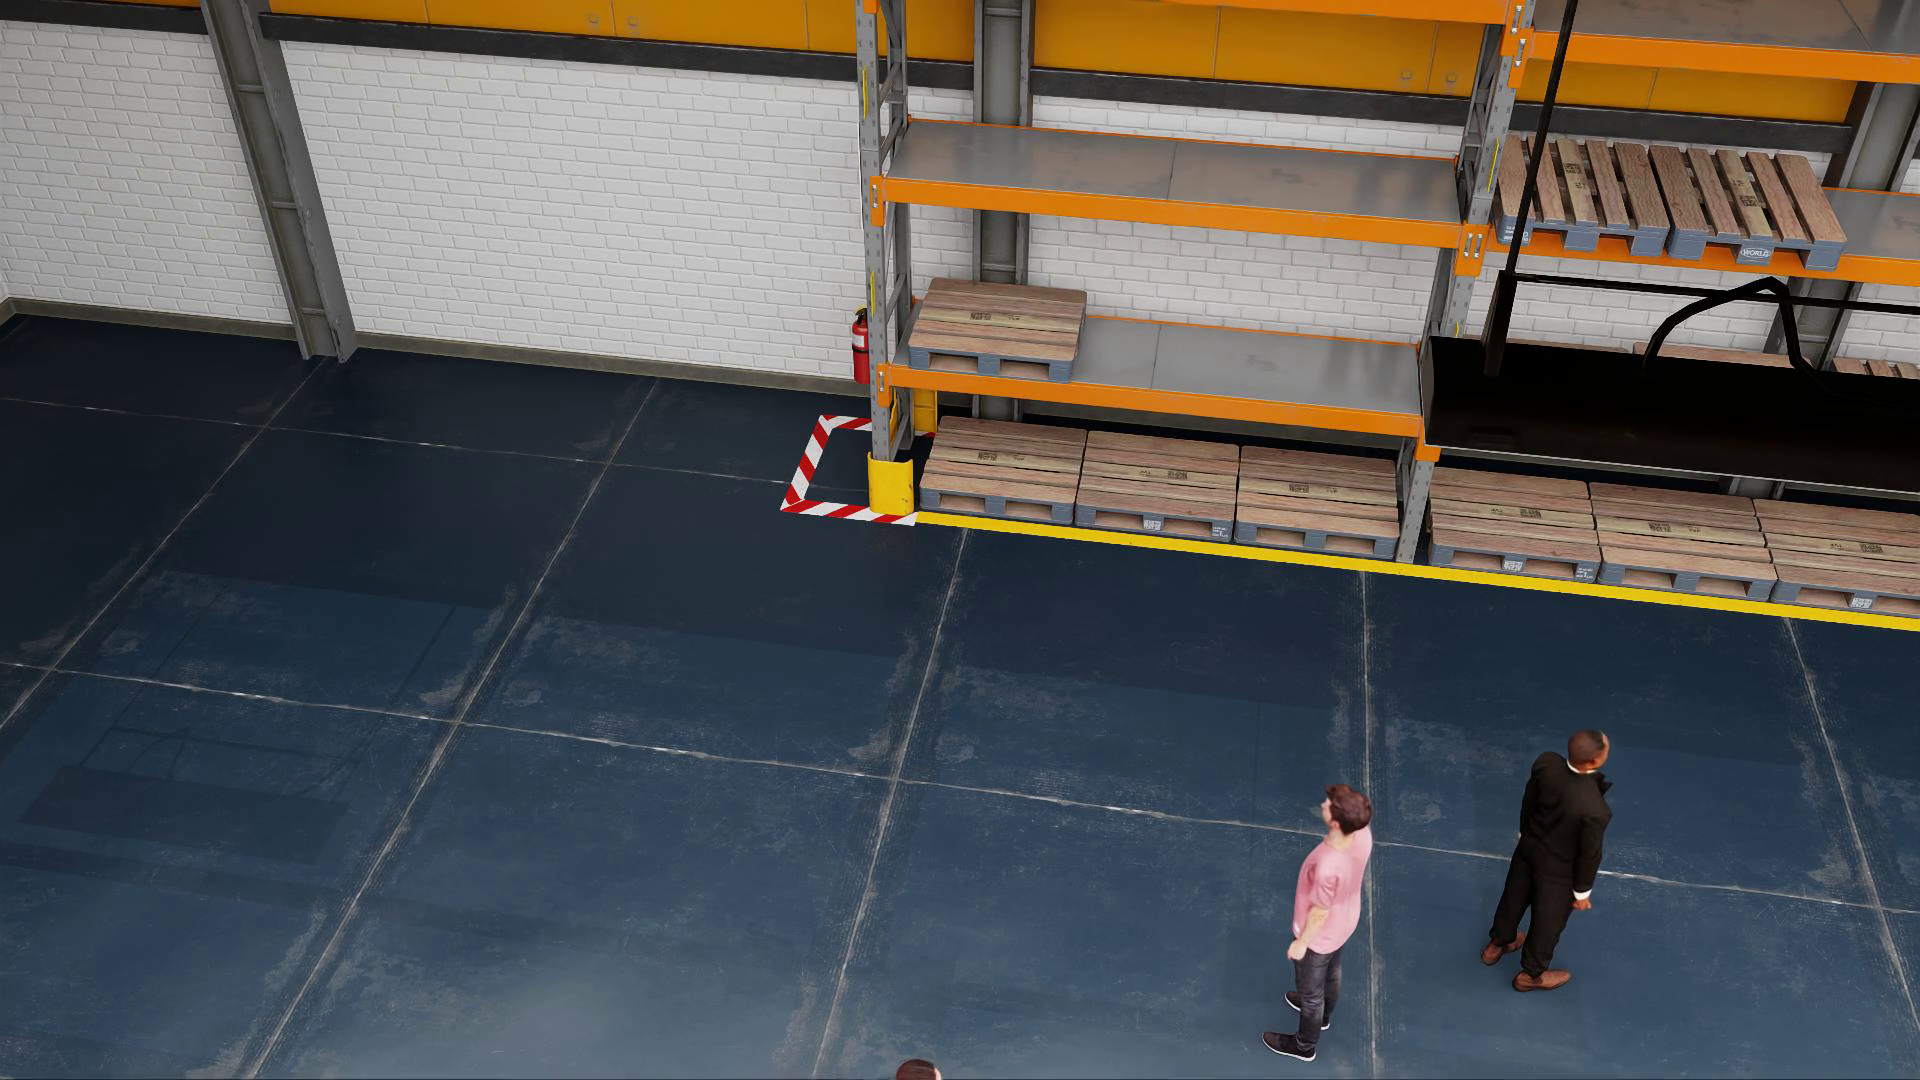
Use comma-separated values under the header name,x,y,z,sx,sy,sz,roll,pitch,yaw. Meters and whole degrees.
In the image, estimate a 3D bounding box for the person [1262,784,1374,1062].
name,x,y,z,sx,sy,sz,roll,pitch,yaw
person,1.903,1.988,8.620,0.698,1.958,0.710,24,44,27

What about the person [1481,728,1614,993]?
name,x,y,z,sx,sy,sz,roll,pitch,yaw
person,3.205,1.720,9.000,0.821,1.904,0.793,-17,42,-20
